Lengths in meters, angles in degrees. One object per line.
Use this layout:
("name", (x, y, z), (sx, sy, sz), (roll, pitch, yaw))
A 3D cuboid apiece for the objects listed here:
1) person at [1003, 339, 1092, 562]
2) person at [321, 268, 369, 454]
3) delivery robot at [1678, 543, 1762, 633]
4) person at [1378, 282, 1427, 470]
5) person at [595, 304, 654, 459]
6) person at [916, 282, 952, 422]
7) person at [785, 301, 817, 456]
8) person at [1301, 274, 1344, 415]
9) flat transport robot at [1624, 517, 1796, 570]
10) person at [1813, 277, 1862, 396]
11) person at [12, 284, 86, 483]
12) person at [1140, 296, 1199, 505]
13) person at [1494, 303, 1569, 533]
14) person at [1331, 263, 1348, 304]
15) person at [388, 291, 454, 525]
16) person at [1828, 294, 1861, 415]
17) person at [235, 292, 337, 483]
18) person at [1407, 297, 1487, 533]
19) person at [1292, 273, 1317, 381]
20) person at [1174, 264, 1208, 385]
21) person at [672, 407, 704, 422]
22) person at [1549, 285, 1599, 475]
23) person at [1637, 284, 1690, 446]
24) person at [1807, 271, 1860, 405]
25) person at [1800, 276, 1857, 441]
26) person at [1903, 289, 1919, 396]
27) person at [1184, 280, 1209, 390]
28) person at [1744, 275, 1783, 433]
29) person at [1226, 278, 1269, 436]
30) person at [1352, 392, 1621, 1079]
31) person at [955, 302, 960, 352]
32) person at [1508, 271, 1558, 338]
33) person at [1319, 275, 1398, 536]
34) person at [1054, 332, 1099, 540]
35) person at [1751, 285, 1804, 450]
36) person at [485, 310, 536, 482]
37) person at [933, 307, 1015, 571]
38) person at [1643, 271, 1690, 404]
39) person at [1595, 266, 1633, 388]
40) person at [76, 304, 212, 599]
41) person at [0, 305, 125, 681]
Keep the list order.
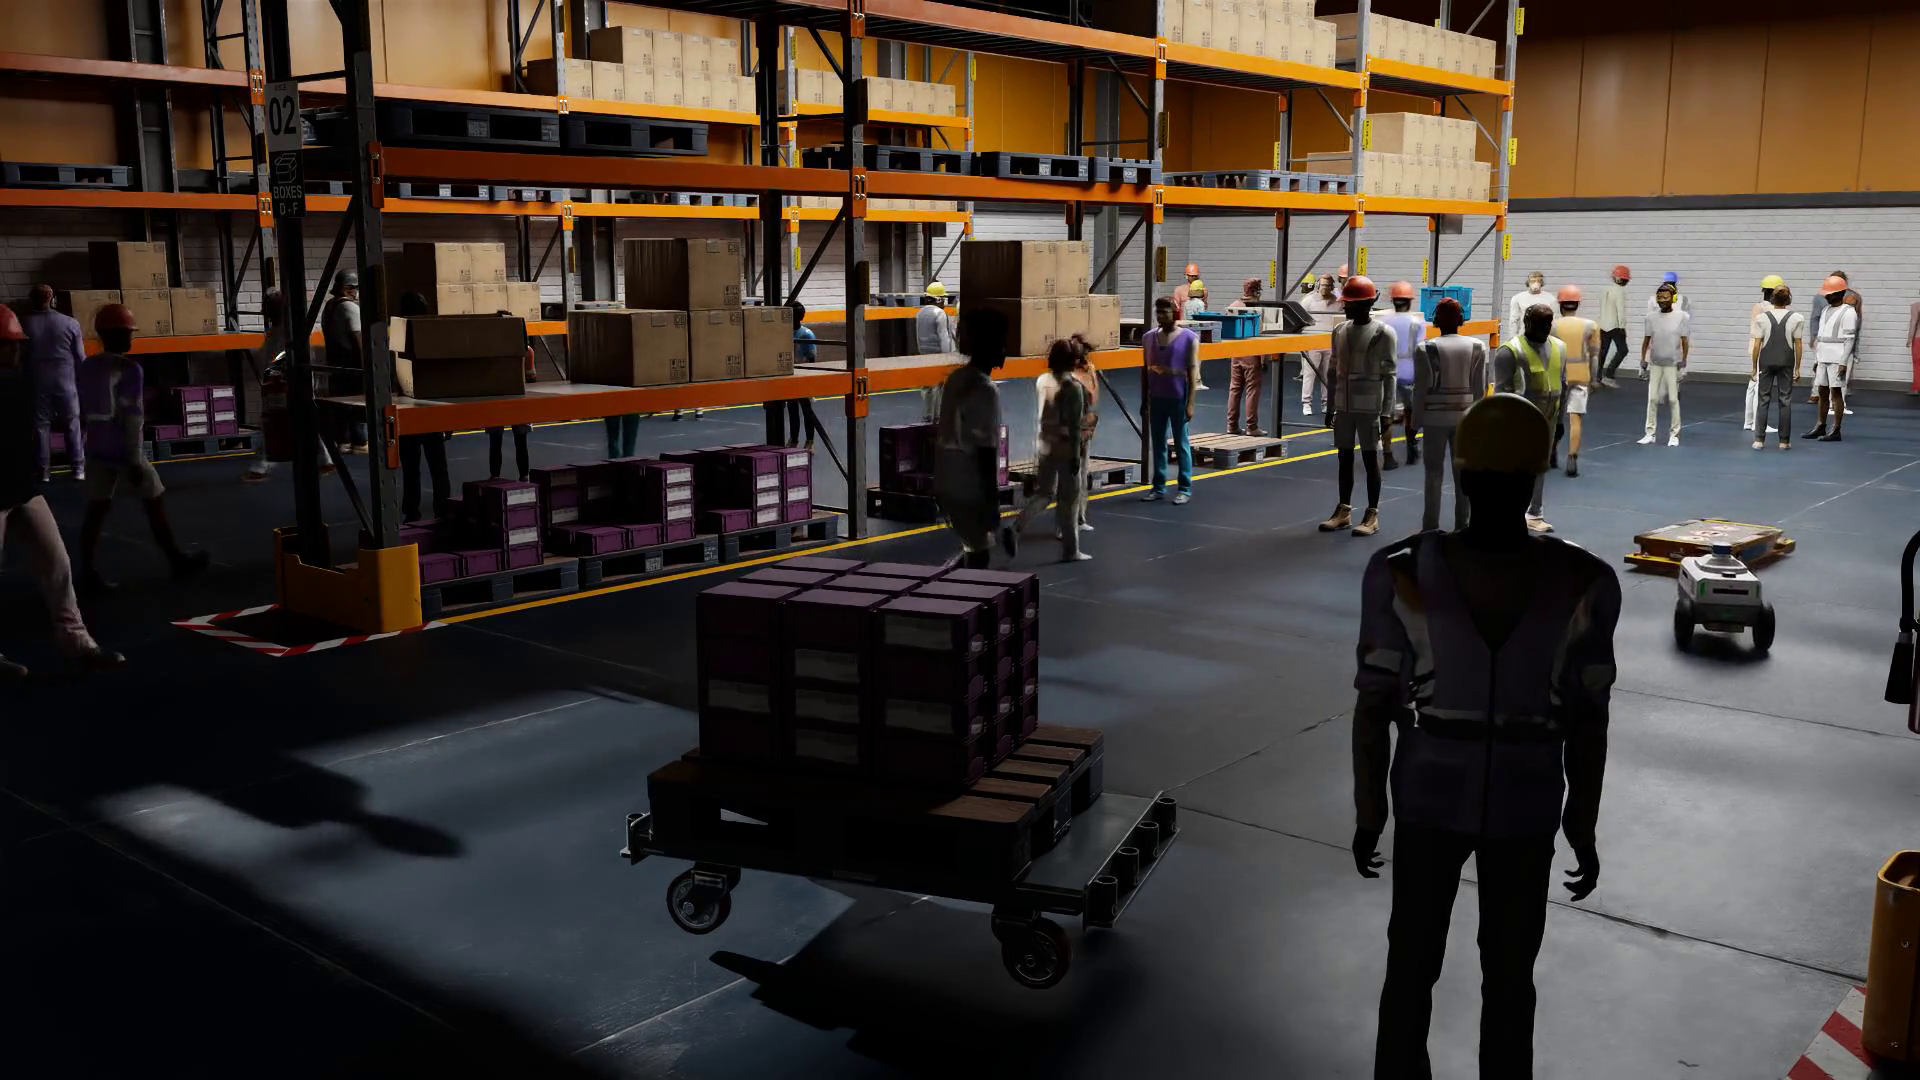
("person", (0.641, -0.620, 11.834), (0.623, 1.620, 0.536), (-7, 12, -33))
("person", (-6.683, -1.970, 18.322), (0.688, 2.000, 0.536), (10, 14, 44))
("delivery robot", (4.381, 0.258, 9.599), (0.477, 0.478, 0.707), (3, 10, 15))
("person", (4.550, -1.695, 17.145), (0.577, 1.898, 0.942), (5, 11, 27))
("person", (-3.054, -1.265, 15.123), (0.557, 1.743, 0.642), (0, 10, 0))
("person", (-0.299, -2.295, 20.765), (0.403, 1.833, 0.586), (-7, 12, -35))
("person", (-1.760, -1.747, 18.025), (0.321, 1.699, 0.535), (-10, 14, -43))
("person", (4.906, -2.632, 22.494), (0.636, 1.903, 0.404), (-2, 10, -11))
("flat transport robot", (5.403, 0.035, 11.942), (1.431, 0.197, 0.652), (-10, 14, -44))
("person", (13.292, -3.095, 25.231), (0.664, 1.865, 0.586), (5, 11, 25))
("person", (-8.750, -1.497, 16.012), (0.643, 1.909, 0.410), (-5, 11, -27))
("person", (1.853, -1.232, 14.709), (0.561, 1.837, 0.384), (8, 13, 38))
("person", (4.492, -0.944, 13.111), (0.643, 1.832, 0.431), (-4, 11, -19))
("person", (5.416, -2.866, 23.425), (0.611, 2.040, 0.392), (-2, 10, -11))
("person", (-4.206, -0.966, 12.948), (0.594, 1.921, 0.387), (2, 10, 11))
("person", (12.009, -2.519, 22.607), (0.499, 1.633, 0.278), (-3, 10, -17))
("person", (-6.542, -1.481, 16.138), (0.976, 1.838, 0.593), (-10, 14, -43))
("person", (3.692, -0.892, 12.628), (0.573, 1.886, 0.353), (-1, 10, -7))
("person", (5.889, -3.609, 28.250), (0.404, 1.833, 0.590), (-1, 10, -5))
("person", (3.809, -3.546, 27.423), (0.625, 1.992, 0.386), (-3, 10, -15))
("person", (-3.590, -2.458, 21.694), (0.601, 1.830, 0.403), (-3, 11, -19))
("person", (6.100, -1.606, 16.693), (0.554, 1.899, 0.955), (4, 11, 19))
("person", (8.044, -1.996, 19.023), (0.533, 1.856, 0.367), (8, 13, 37))
("person", (12.592, -2.900, 24.016), (0.647, 1.939, 0.390), (8, 13, 38))
("person", (10.189, -2.116, 19.475), (0.369, 1.929, 0.542), (-2, 10, -10))
("person", (14.718, -3.078, 25.413), (0.526, 1.768, 0.331), (-1, 10, -7))
("person", (3.777, -3.276, 26.610), (0.295, 1.744, 0.487), (-6, 12, -31))
("person", (9.899, -2.288, 20.449), (0.360, 1.929, 0.587), (1, 10, 7))
("person", (3.490, -2.202, 20.058), (0.402, 1.901, 0.645), (-8, 13, -38))
("person", (1.215, 0.618, 3.902), (0.588, 1.930, 0.359), (2, 10, 9))
("person", (0.210, -2.655, 22.810), (0.518, 1.841, 0.810), (-1, 10, -7))
("person", (7.960, -2.760, 23.139), (0.664, 1.934, 0.377), (3, 10, 15))
("person", (3.116, -1.047, 13.066), (0.389, 2.039, 0.613), (-8, 13, -39))
("person", (0.936, -0.820, 13.007), (0.325, 1.613, 0.607), (4, 11, 22))
("person", (9.145, -1.928, 18.637), (0.506, 1.847, 0.346), (5, 11, 27))
("person", (-4.104, -1.227, 15.062), (0.536, 1.700, 0.318), (-2, 10, -12))
("person", (0.055, -0.293, 9.059), (0.482, 1.943, 0.677), (-4, 11, -21))
("person", (10.245, -2.934, 24.149), (0.605, 1.925, 0.453), (0, 10, -2))
("person", (10.528, -3.415, 26.765), (0.446, 1.965, 0.721), (-1, 10, -5))
("person", (-5.477, -0.598, 10.952), (0.565, 1.884, 0.977), (4, 11, 21))
("person", (-4.810, -0.219, 8.560), (0.910, 1.960, 0.659), (2, 10, 13))
